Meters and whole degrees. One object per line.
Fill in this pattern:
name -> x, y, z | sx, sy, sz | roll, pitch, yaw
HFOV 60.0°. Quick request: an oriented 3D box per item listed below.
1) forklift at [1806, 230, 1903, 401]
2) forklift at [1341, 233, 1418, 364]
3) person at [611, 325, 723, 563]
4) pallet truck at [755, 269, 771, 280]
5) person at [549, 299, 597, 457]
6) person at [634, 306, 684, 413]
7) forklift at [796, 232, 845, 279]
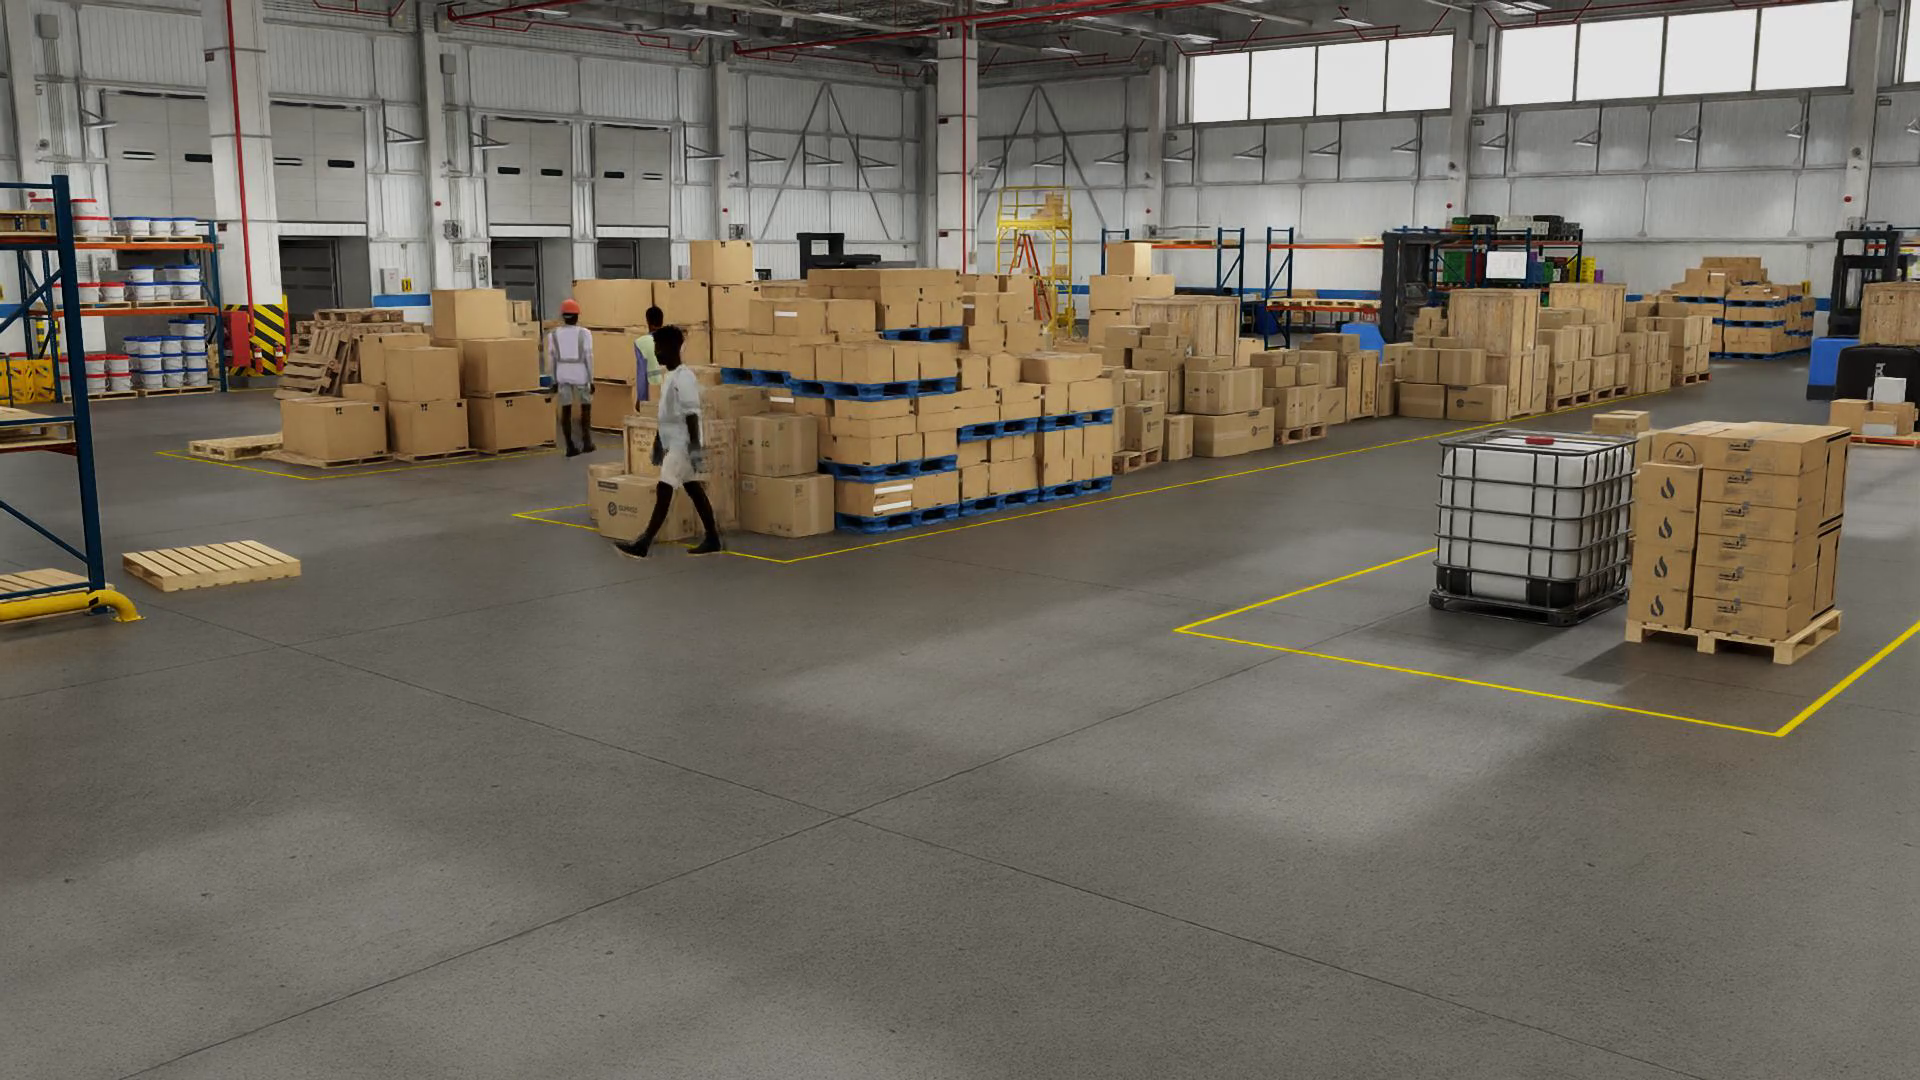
forklift -> 14.850, -3.690, 27.402 | 1.129, 2.768, 1.873 | 8, 13, 40
forklift -> 8.358, -4.466, 31.817 | 1.873, 2.768, 1.129 | 8, 13, 40
person -> -2.395, -0.773, 13.511 | 0.982, 1.914, 0.638 | -3, 11, -19
pallet truck -> -4.996, -6.432, 45.525 | 1.885, 1.965, 0.823 | -6, 12, -32
person -> -4.751, -2.007, 20.555 | 0.571, 1.913, 0.780 | 0, 10, 3
person -> -3.282, -1.593, 18.222 | 0.589, 1.913, 0.399 | -8, 13, -38
forklift -> -2.552, -4.254, 30.612 | 1.873, 2.768, 1.129 | 8, 13, 40
